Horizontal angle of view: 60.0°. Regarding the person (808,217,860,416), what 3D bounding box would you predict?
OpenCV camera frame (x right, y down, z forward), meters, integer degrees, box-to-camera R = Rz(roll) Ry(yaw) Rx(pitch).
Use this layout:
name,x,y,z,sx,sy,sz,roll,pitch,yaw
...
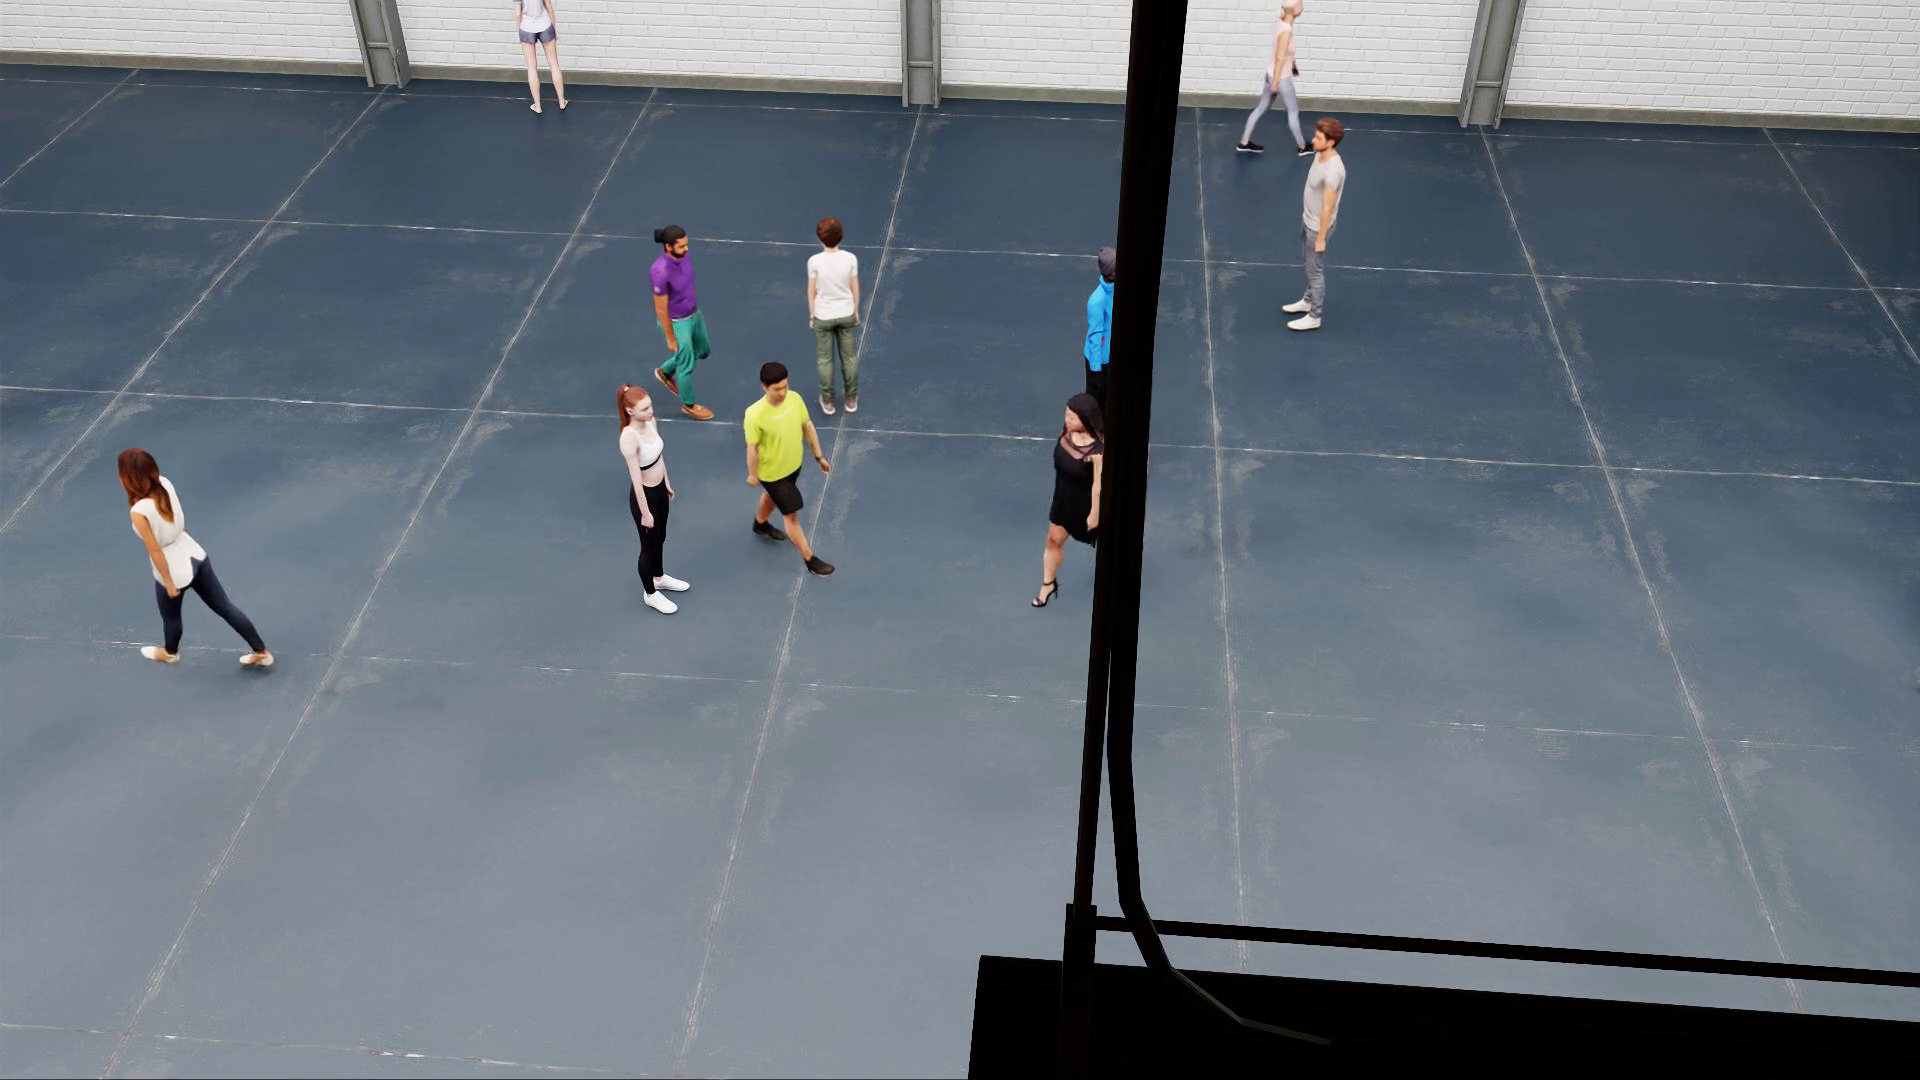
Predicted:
name,x,y,z,sx,sy,sz,roll,pitch,yaw
person,-0.984,-1.754,13.093,0.571,1.650,0.679,-8,39,-10

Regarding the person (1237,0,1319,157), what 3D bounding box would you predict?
name,x,y,z,sx,sy,sz,roll,pitch,yaw
person,3.112,-4.633,16.674,1.101,1.680,0.614,0,39,0

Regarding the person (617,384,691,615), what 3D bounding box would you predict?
name,x,y,z,sx,sy,sz,roll,pitch,yaw
person,-2.097,-0.290,11.186,0.572,1.741,0.618,9,39,11

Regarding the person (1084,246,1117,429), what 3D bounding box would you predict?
name,x,y,z,sx,sy,sz,roll,pitch,yaw
person,1.079,-1.395,12.528,0.692,1.794,0.692,21,43,25

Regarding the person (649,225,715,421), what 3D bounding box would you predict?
name,x,y,z,sx,sy,sz,roll,pitch,yaw
person,-2.262,-1.718,12.973,0.916,1.744,0.829,12,40,15

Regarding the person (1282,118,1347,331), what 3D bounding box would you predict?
name,x,y,z,sx,sy,sz,roll,pitch,yaw
person,3.039,-2.679,14.057,0.576,1.892,0.672,0,39,0

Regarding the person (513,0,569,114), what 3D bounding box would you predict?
name,x,y,z,sx,sy,sz,roll,pitch,yaw
person,-4.472,-5.388,17.549,0.639,1.768,0.729,-14,41,-17

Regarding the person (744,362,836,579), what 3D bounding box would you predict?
name,x,y,z,sx,sy,sz,roll,pitch,yaw
person,-1.314,-0.556,11.588,1.201,1.656,1.016,25,45,28

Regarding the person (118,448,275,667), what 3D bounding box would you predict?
name,x,y,z,sx,sy,sz,roll,pitch,yaw
person,-4.864,0.191,10.593,1.140,1.732,0.691,7,39,9

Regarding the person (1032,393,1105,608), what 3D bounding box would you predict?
name,x,y,z,sx,sy,sz,roll,pitch,yaw
person,0.893,-0.267,11.205,1.152,1.683,1.021,-20,43,-23
